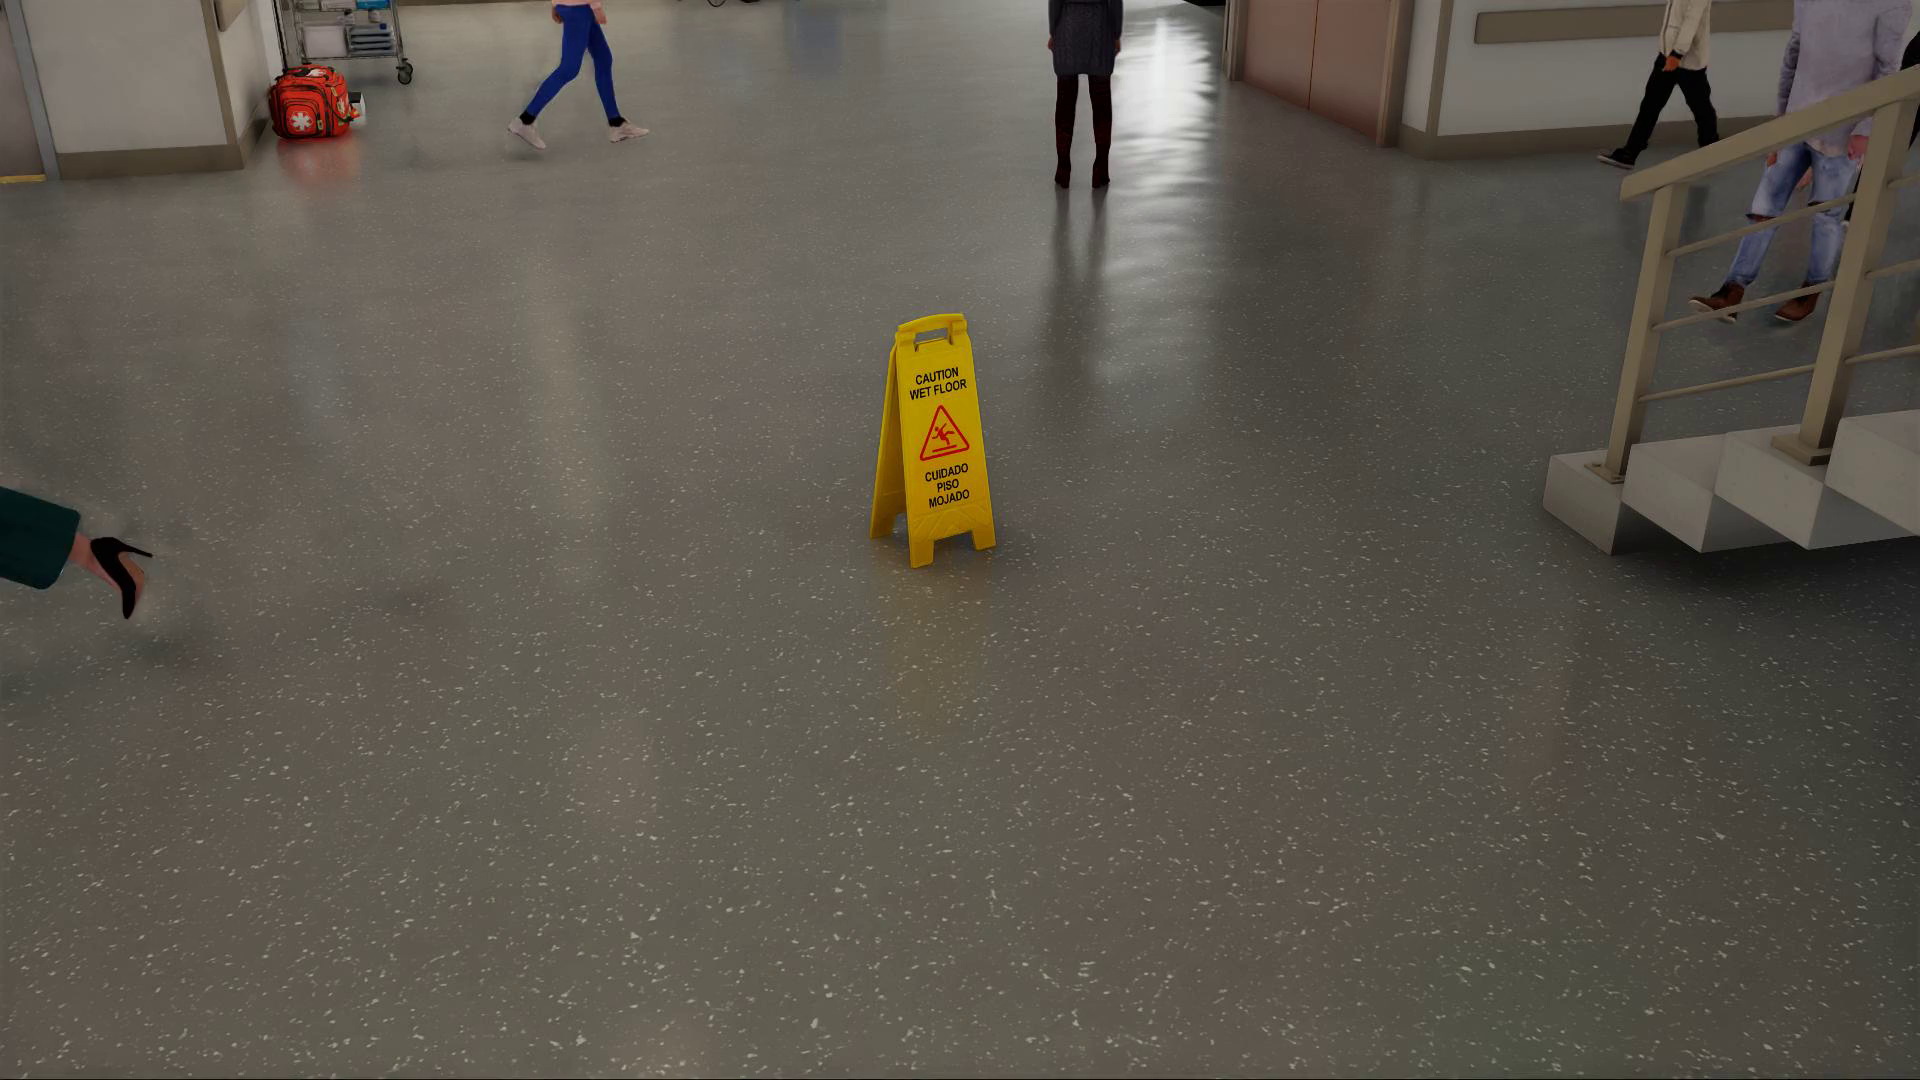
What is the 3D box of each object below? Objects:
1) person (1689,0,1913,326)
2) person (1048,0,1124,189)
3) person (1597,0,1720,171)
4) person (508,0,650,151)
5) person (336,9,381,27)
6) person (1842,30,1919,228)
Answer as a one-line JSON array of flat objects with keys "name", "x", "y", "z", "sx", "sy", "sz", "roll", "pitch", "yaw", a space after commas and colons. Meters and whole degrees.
[{"name": "person", "x": 3.830, "y": -1.822, "z": 7.282, "sx": 0.977, "sy": 1.811, "sz": 1.078, "roll": -16, "pitch": 30, "yaw": -30}, {"name": "person", "x": 0.723, "y": -2.920, "z": 9.673, "sx": 0.649, "sy": 1.712, "sz": 0.628, "roll": 4, "pitch": 26, "yaw": 7}, {"name": "person", "x": 4.401, "y": -2.893, "z": 9.961, "sx": 0.661, "sy": 1.412, "sz": 0.913, "roll": -6, "pitch": 26, "yaw": -12}, {"name": "person", "x": -2.507, "y": -3.311, "z": 10.457, "sx": 0.844, "sy": 1.735, "sz": 1.145, "roll": -12, "pitch": 28, "yaw": -22}, {"name": "person", "x": -5.688, "y": -5.712, "z": 15.360, "sx": 0.767, "sy": 1.802, "sz": 0.728, "roll": -17, "pitch": 30, "yaw": -31}, {"name": "person", "x": 5.005, "y": -2.460, "z": 8.722, "sx": 0.773, "sy": 1.710, "sz": 1.011, "roll": -3, "pitch": 26, "yaw": -6}]
